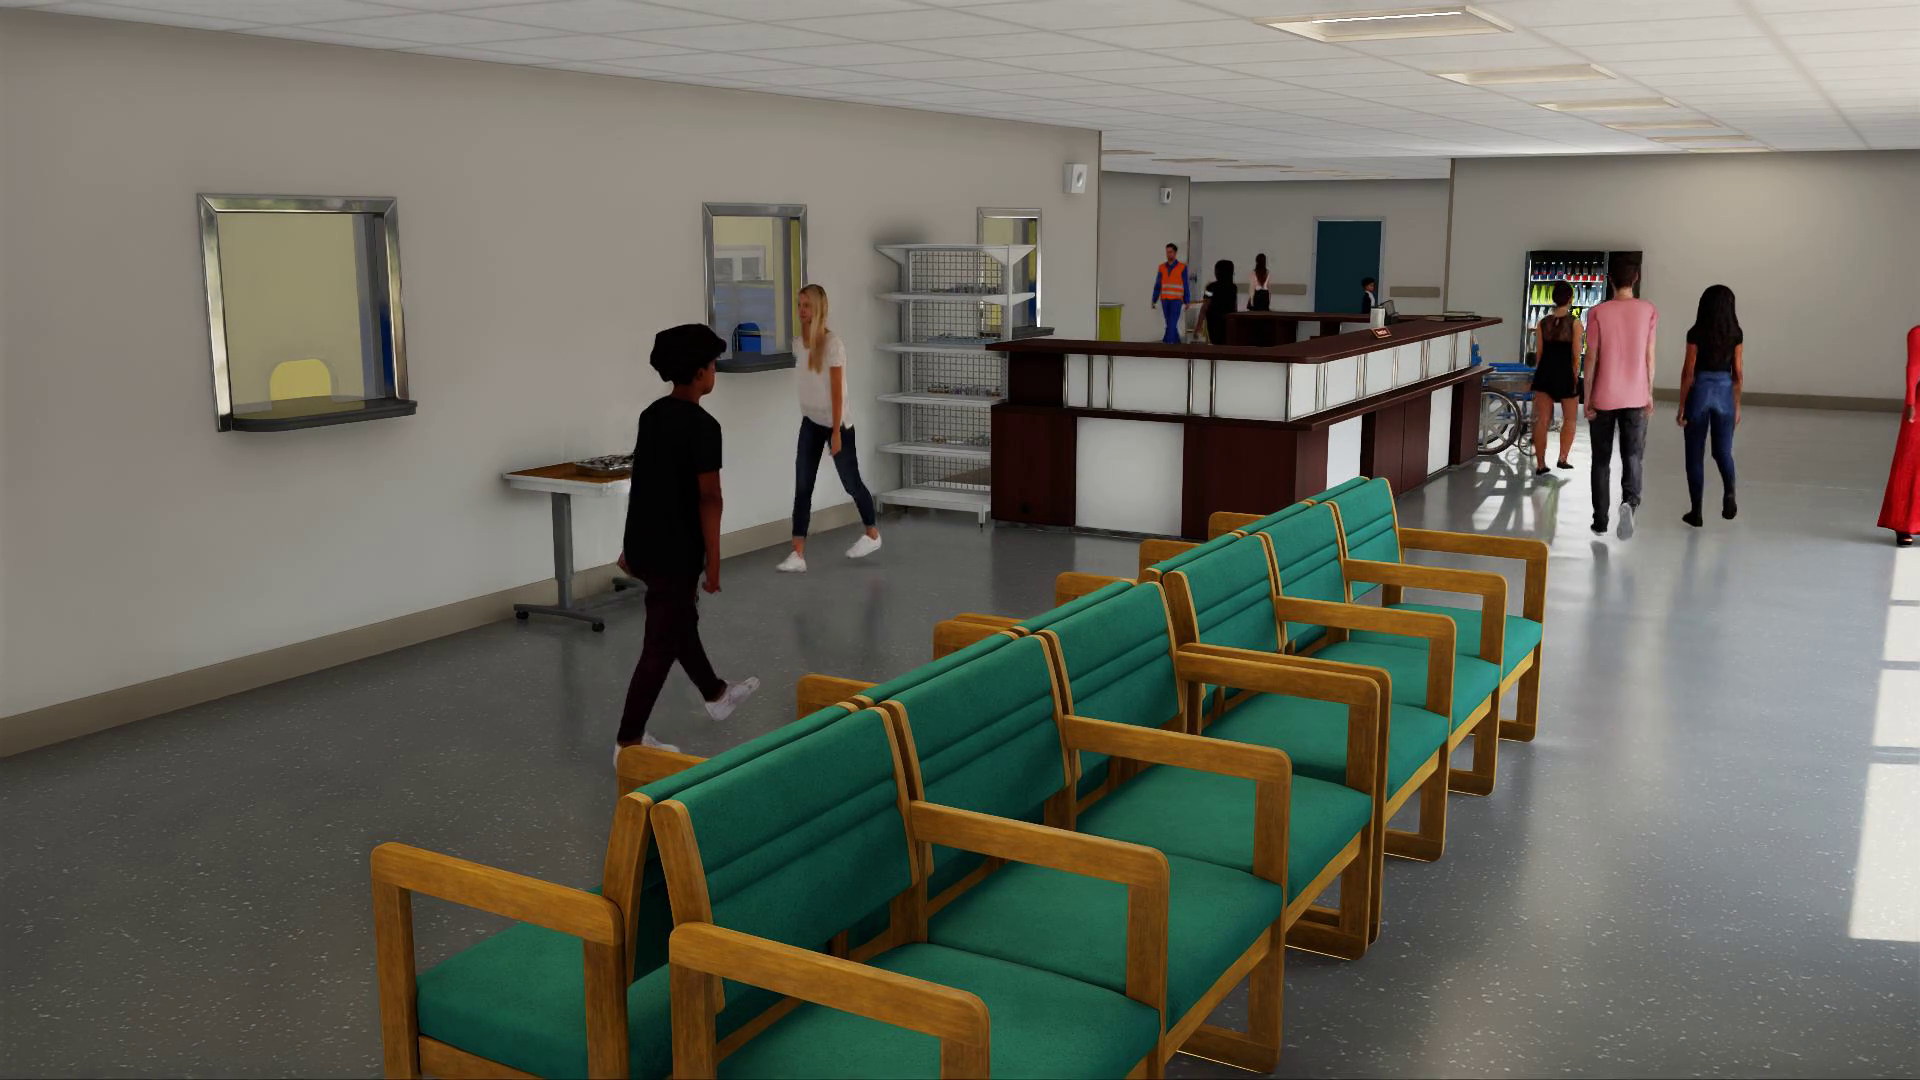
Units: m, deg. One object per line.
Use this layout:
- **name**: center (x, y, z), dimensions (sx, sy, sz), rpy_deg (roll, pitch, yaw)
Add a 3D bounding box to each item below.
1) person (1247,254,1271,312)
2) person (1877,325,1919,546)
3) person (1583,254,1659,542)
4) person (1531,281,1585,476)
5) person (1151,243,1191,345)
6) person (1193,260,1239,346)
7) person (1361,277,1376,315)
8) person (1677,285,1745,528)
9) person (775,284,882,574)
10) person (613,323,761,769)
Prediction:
- **person**: center (5.322, -4.203, 29.292), dimensions (0.765, 1.631, 0.836), rpy_deg (-5, 12, -23)
- **person**: center (6.570, -0.855, 11.222), dimensions (0.691, 1.791, 0.787), rpy_deg (0, 11, 0)
- **person**: center (4.458, -0.928, 11.212), dimensions (1.129, 1.937, 0.884), rpy_deg (3, 11, 14)
- **person**: center (5.093, -1.372, 14.296), dimensions (0.638, 1.659, 0.681), rpy_deg (8, 13, 37)
- **person**: center (3.394, -3.741, 26.387), dimensions (1.139, 1.808, 0.802), rpy_deg (7, 13, 32)
- **person**: center (3.221, -2.525, 20.290), dimensions (0.990, 1.690, 1.224), rpy_deg (-7, 13, -32)
- **person**: center (7.247, -4.058, 29.611), dimensions (0.512, 1.227, 0.517), rpy_deg (7, 13, 34)
- **person**: center (5.331, -0.924, 11.760), dimensions (0.877, 1.726, 0.836), rpy_deg (1, 11, 4)
- **person**: center (-0.761, -0.663, 10.314), dimensions (1.144, 1.752, 0.745), rpy_deg (9, 14, 41)
- **person**: center (-1.224, 0.042, 6.655), dimensions (0.891, 1.731, 1.096), rpy_deg (-11, 15, -44)
